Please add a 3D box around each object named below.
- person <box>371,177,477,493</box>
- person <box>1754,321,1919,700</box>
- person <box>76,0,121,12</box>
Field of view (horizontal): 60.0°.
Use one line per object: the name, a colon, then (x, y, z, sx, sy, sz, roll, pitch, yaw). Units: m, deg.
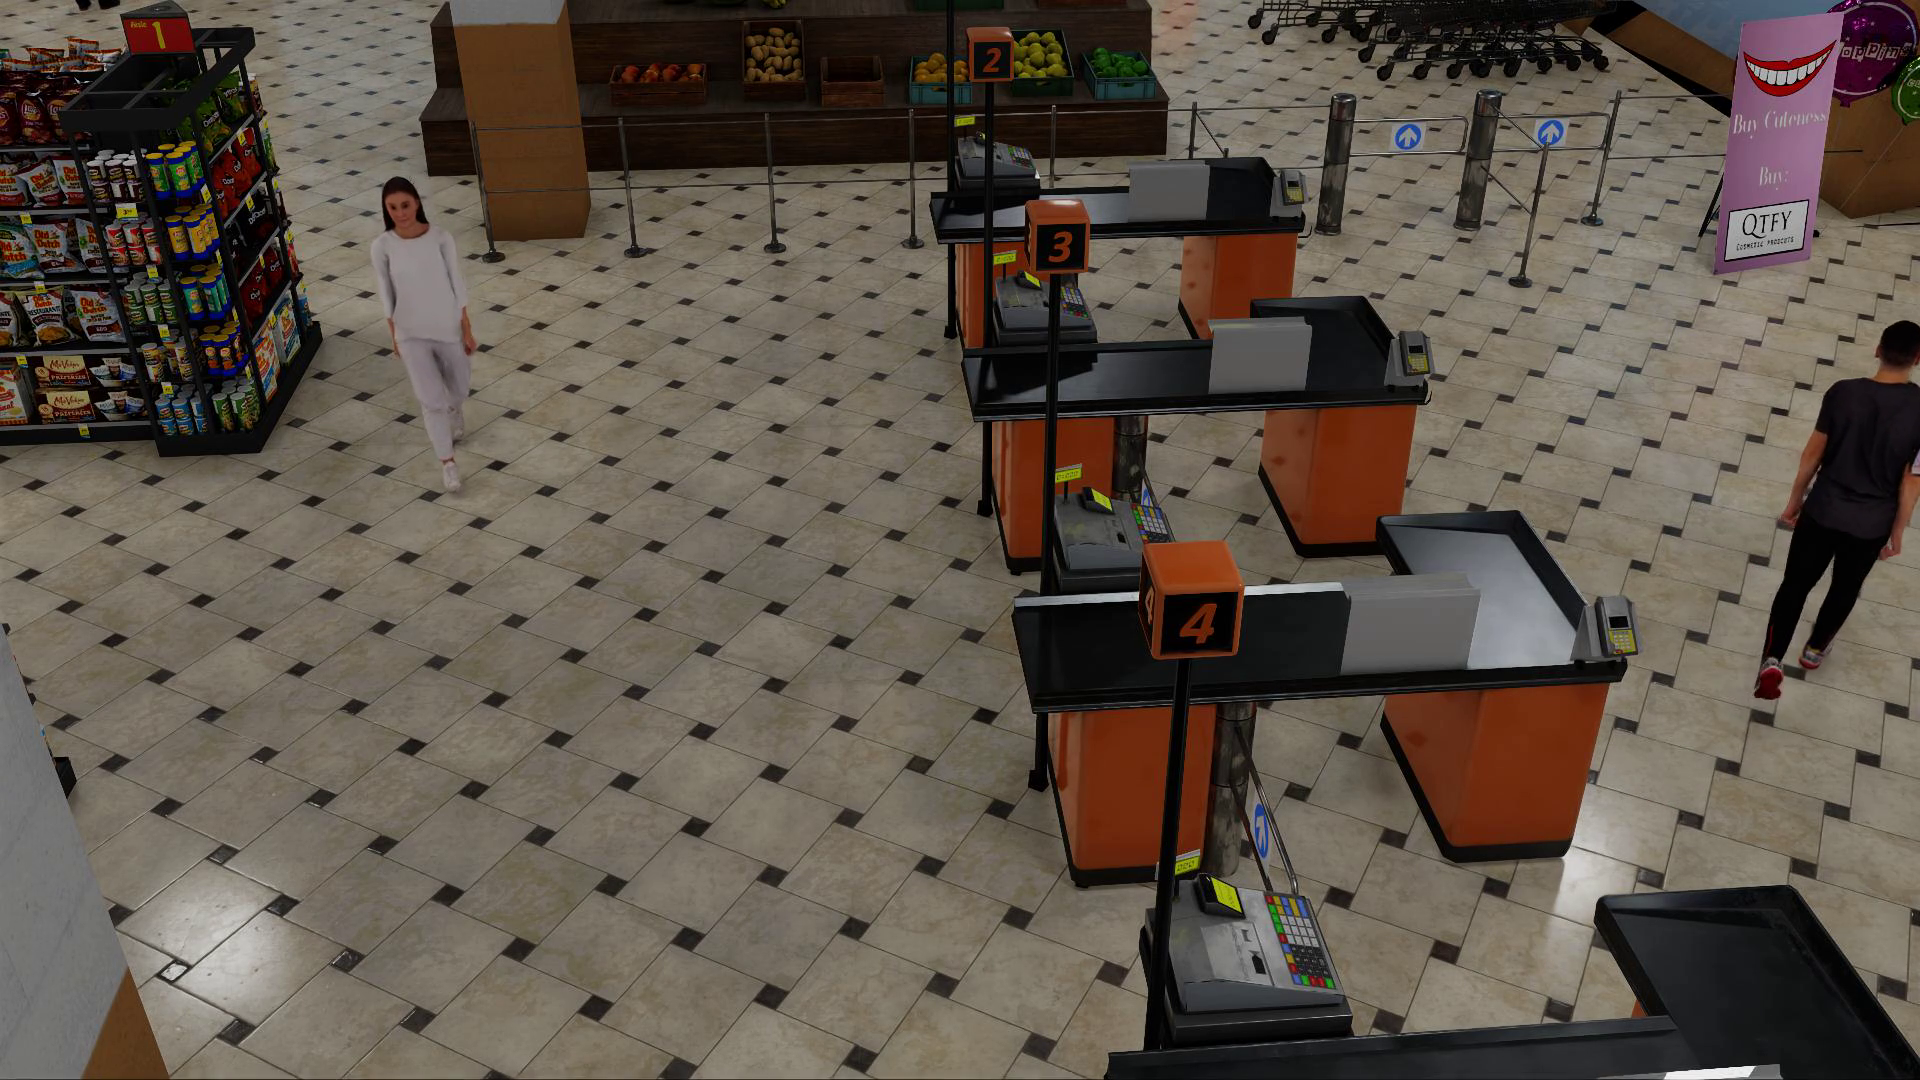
person: (-2.835, -1.146, 8.922, 1.034, 1.669, 0.872, -13, 34, -19)
person: (3.770, -0.068, 7.124, 1.104, 1.738, 1.117, 20, 37, 29)
person: (-9.282, -6.487, 17.371, 0.486, 1.813, 0.710, -2, 32, -3)
